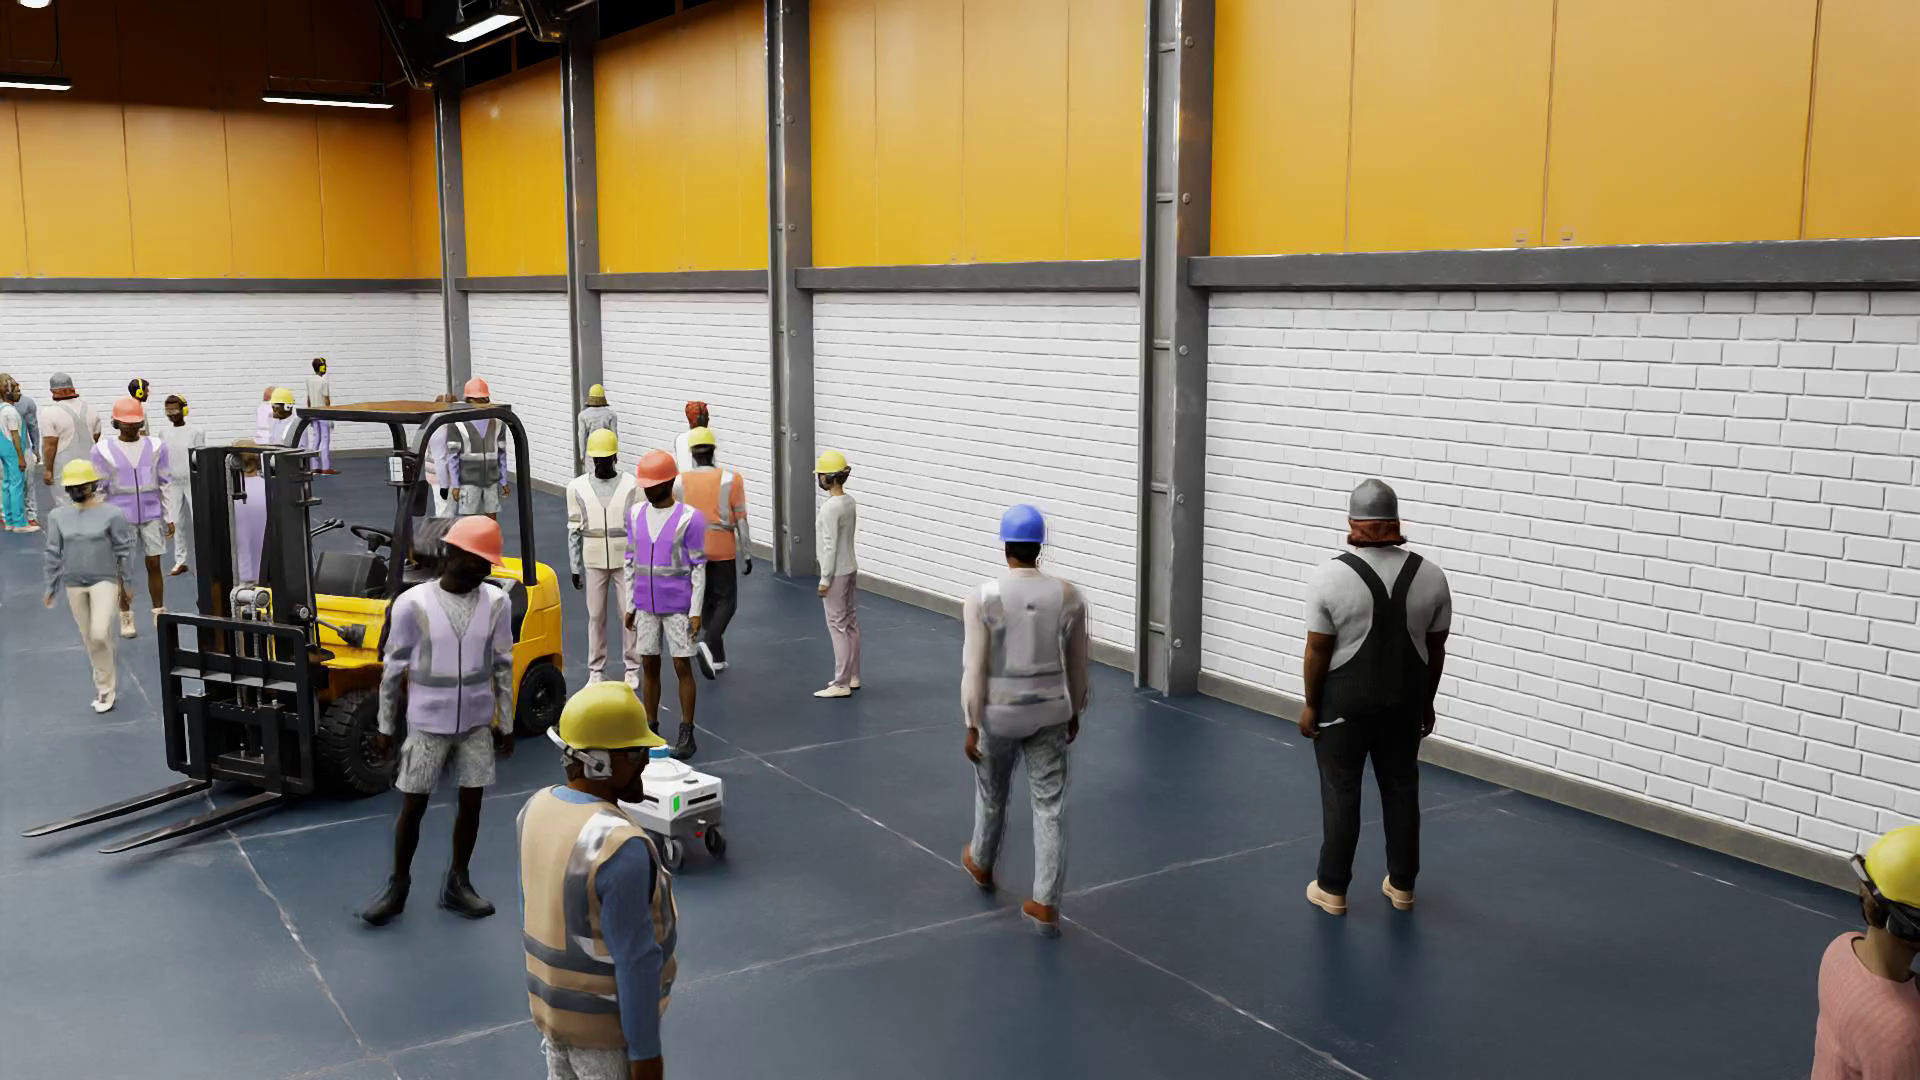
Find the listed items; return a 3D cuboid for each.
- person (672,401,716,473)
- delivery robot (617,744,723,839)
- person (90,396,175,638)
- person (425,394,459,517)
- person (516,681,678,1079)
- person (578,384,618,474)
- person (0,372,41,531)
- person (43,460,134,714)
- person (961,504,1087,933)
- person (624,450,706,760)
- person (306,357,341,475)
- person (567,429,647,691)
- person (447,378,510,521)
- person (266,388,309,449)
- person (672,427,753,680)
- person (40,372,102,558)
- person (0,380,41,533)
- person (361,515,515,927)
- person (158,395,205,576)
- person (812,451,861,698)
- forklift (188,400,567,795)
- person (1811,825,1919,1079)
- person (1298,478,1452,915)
[{"bbox_3d":[-2.447,-0.356,15.534,0.353,1.883,0.573,-8,11,-42],"label":"person"},{"bbox_3d":[-1.542,1.293,8.542,0.707,0.478,0.477,8,12,42],"label":"delivery robot"},{"bbox_3d":[-6.903,-0.190,13.927,0.611,2.032,0.411,-7,11,-38],"label":"person"},{"bbox_3d":[-5.380,-0.615,17.449,0.430,1.840,0.633,-2,9,-12],"label":"person"},{"bbox_3d":[-0.984,1.292,4.605,0.404,1.829,0.591,-7,11,-40],"label":"person"},{"bbox_3d":[-4.535,-1.080,20.885,0.487,1.743,0.315,-2,9,-11],"label":"person"},{"bbox_3d":[-11.541,-1.073,20.227,0.639,1.928,0.375,-5,10,-33],"label":"person"},{"bbox_3d":[-5.995,0.322,11.398,0.541,1.741,0.598,0,8,-2],"label":"person"},{"bbox_3d":[0.275,0.783,7.745,0.636,1.904,0.970,-2,9,-15],"label":"person"},{"bbox_3d":[-1.836,0.402,10.271,0.542,1.928,0.374,3,9,17],"label":"person"},{"bbox_3d":[-10.143,-1.963,26.415,0.523,1.868,0.318,5,10,30],"label":"person"},{"bbox_3d":[-2.538,0.150,12.021,0.582,1.919,0.396,-1,8,-4],"label":"person"},{"bbox_3d":[-4.799,-0.600,16.644,0.607,2.044,0.375,-6,11,-37],"label":"person"},{"bbox_3d":[-7.507,-0.780,18.553,0.588,1.835,0.404,6,10,36],"label":"person"},{"bbox_3d":[-1.890,0.113,12.395,0.632,1.883,0.788,2,9,10],"label":"person"},{"bbox_3d":[-9.751,-0.824,18.159,0.536,2.000,0.683,4,9,23],"label":"person"},{"bbox_3d":[-11.369,-0.999,19.995,0.508,1.846,0.345,8,11,42],"label":"person"},{"bbox_3d":[-2.365,0.827,7.549,0.713,1.889,0.441,-5,10,-30],"label":"person"},{"bbox_3d":[-7.912,-0.553,16.952,0.512,1.861,0.324,1,8,4],"label":"person"},{"bbox_3d":[-0.897,0.244,11.883,0.319,1.767,0.534,2,9,15],"label":"person"},{"bbox_3d":[-3.529,0.258,10.348,1.214,2.155,2.313,4,9,25],"label":"forklift"},{"bbox_3d":[2.023,1.470,3.674,0.339,1.756,0.532,2,9,14],"label":"person"},{"bbox_3d":[1.891,0.717,7.770,0.689,2.000,0.538,-1,9,-9],"label":"person"}]
